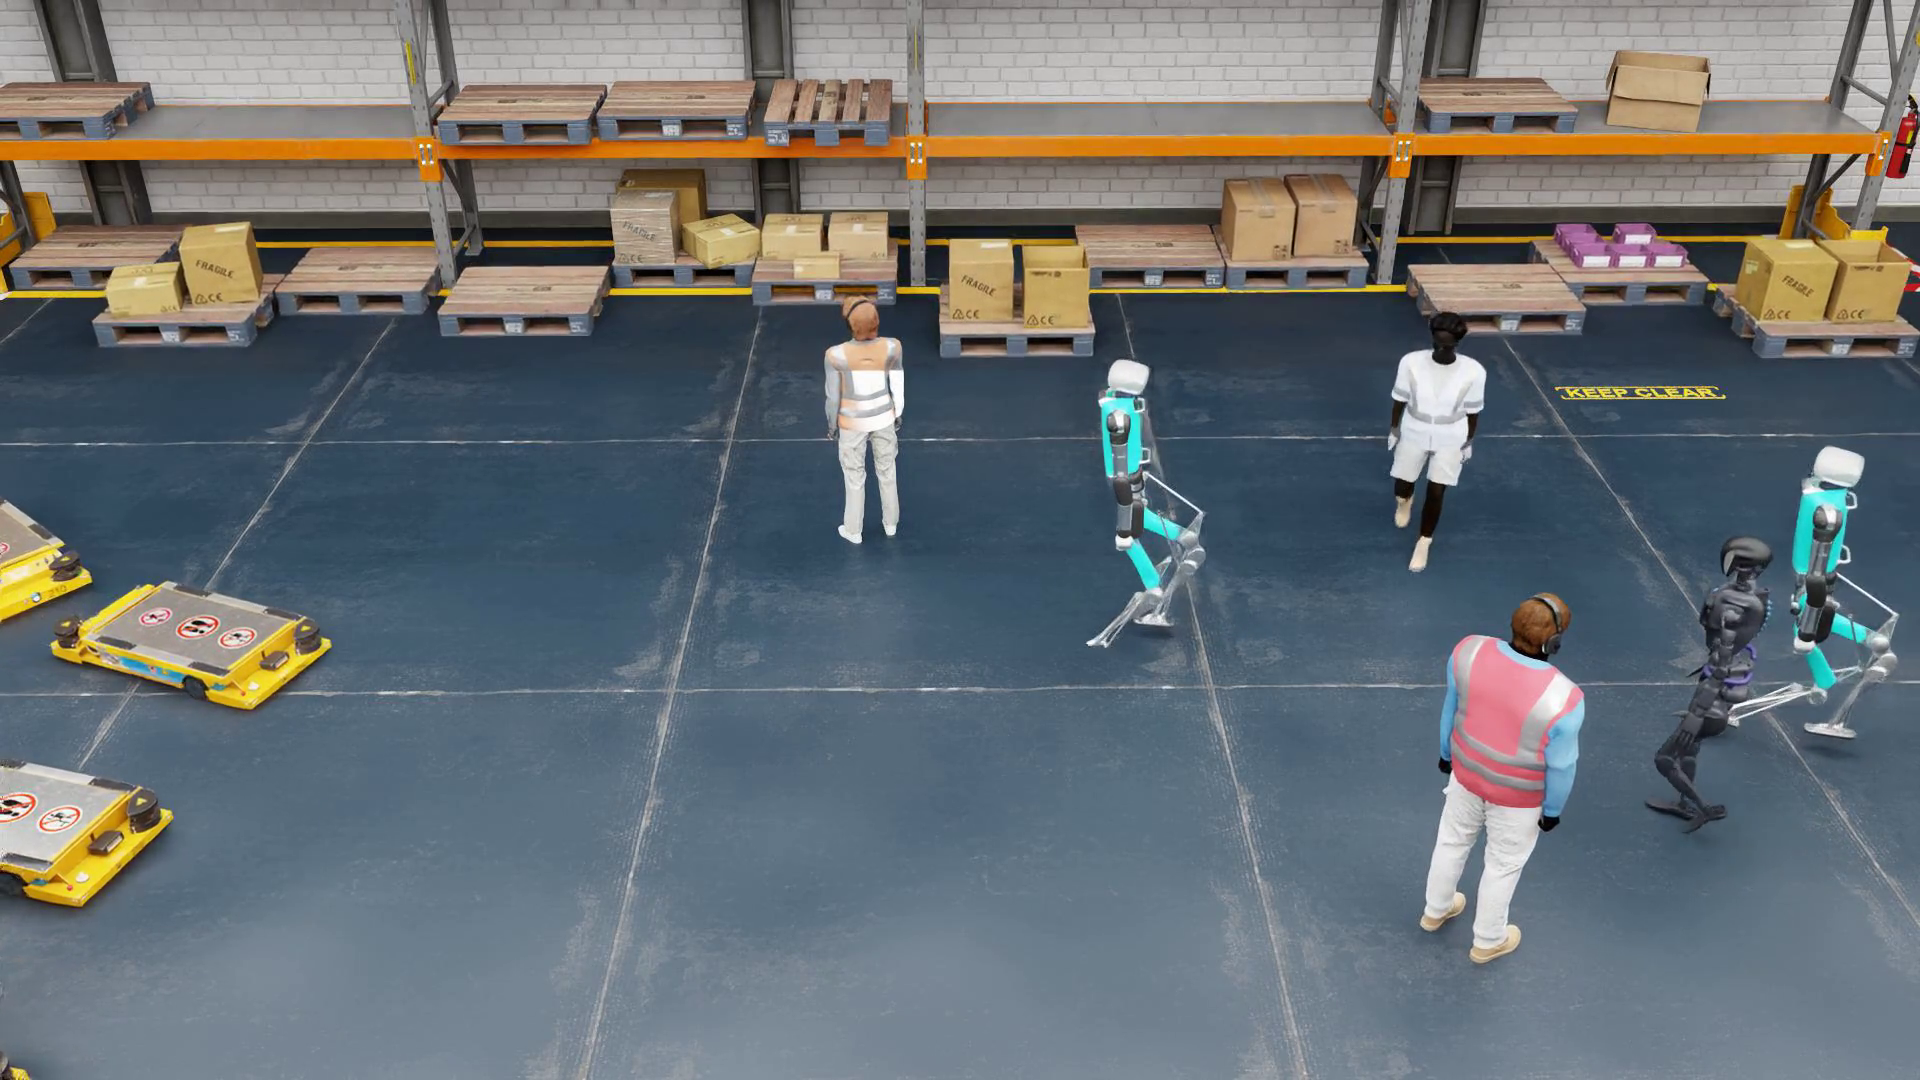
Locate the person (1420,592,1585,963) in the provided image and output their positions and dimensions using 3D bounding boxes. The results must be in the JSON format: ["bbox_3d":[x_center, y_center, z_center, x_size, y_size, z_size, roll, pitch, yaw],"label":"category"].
[{"bbox_3d":[2.349,1.022,7.197,0.431,1.838,0.629,-24,39,-34],"label":"person"}]

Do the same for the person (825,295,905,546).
[{"bbox_3d":[-0.582,-0.728,10.286,0.515,1.644,0.306,-12,33,-19],"label":"person"}]

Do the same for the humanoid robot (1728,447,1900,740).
[{"bbox_3d":[4.422,0.359,8.386,1.014,1.729,0.556,11,33,18],"label":"humanoid robot"}]

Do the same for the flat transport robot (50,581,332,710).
[{"bbox_3d":[-4.379,0.572,9.458,1.431,0.231,0.659,12,33,19],"label":"flat transport robot"}]

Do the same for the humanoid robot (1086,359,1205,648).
[{"bbox_3d":[1.071,-0.158,9.267,0.895,1.778,0.545,3,31,5],"label":"humanoid robot"}]

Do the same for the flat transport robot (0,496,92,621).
[{"bbox_3d":[-6.036,0.083,10.274,1.431,0.231,0.659,24,38,34],"label":"flat transport robot"}]

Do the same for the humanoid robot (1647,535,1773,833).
[{"bbox_3d":[3.605,0.691,7.890,0.387,1.643,0.611,15,34,24],"label":"humanoid robot"}]

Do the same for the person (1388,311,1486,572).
[{"bbox_3d":[2.873,-0.643,10.112,0.536,1.679,0.493,12,33,18],"label":"person"}]

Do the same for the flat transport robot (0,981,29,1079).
[{"bbox_3d":[-4.582,2.268,6.635,1.431,0.231,0.659,5,31,8],"label":"flat transport robot"}]

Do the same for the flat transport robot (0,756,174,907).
[{"bbox_3d":[-4.671,1.382,8.110,1.431,0.231,0.659,8,32,14],"label":"flat transport robot"}]
